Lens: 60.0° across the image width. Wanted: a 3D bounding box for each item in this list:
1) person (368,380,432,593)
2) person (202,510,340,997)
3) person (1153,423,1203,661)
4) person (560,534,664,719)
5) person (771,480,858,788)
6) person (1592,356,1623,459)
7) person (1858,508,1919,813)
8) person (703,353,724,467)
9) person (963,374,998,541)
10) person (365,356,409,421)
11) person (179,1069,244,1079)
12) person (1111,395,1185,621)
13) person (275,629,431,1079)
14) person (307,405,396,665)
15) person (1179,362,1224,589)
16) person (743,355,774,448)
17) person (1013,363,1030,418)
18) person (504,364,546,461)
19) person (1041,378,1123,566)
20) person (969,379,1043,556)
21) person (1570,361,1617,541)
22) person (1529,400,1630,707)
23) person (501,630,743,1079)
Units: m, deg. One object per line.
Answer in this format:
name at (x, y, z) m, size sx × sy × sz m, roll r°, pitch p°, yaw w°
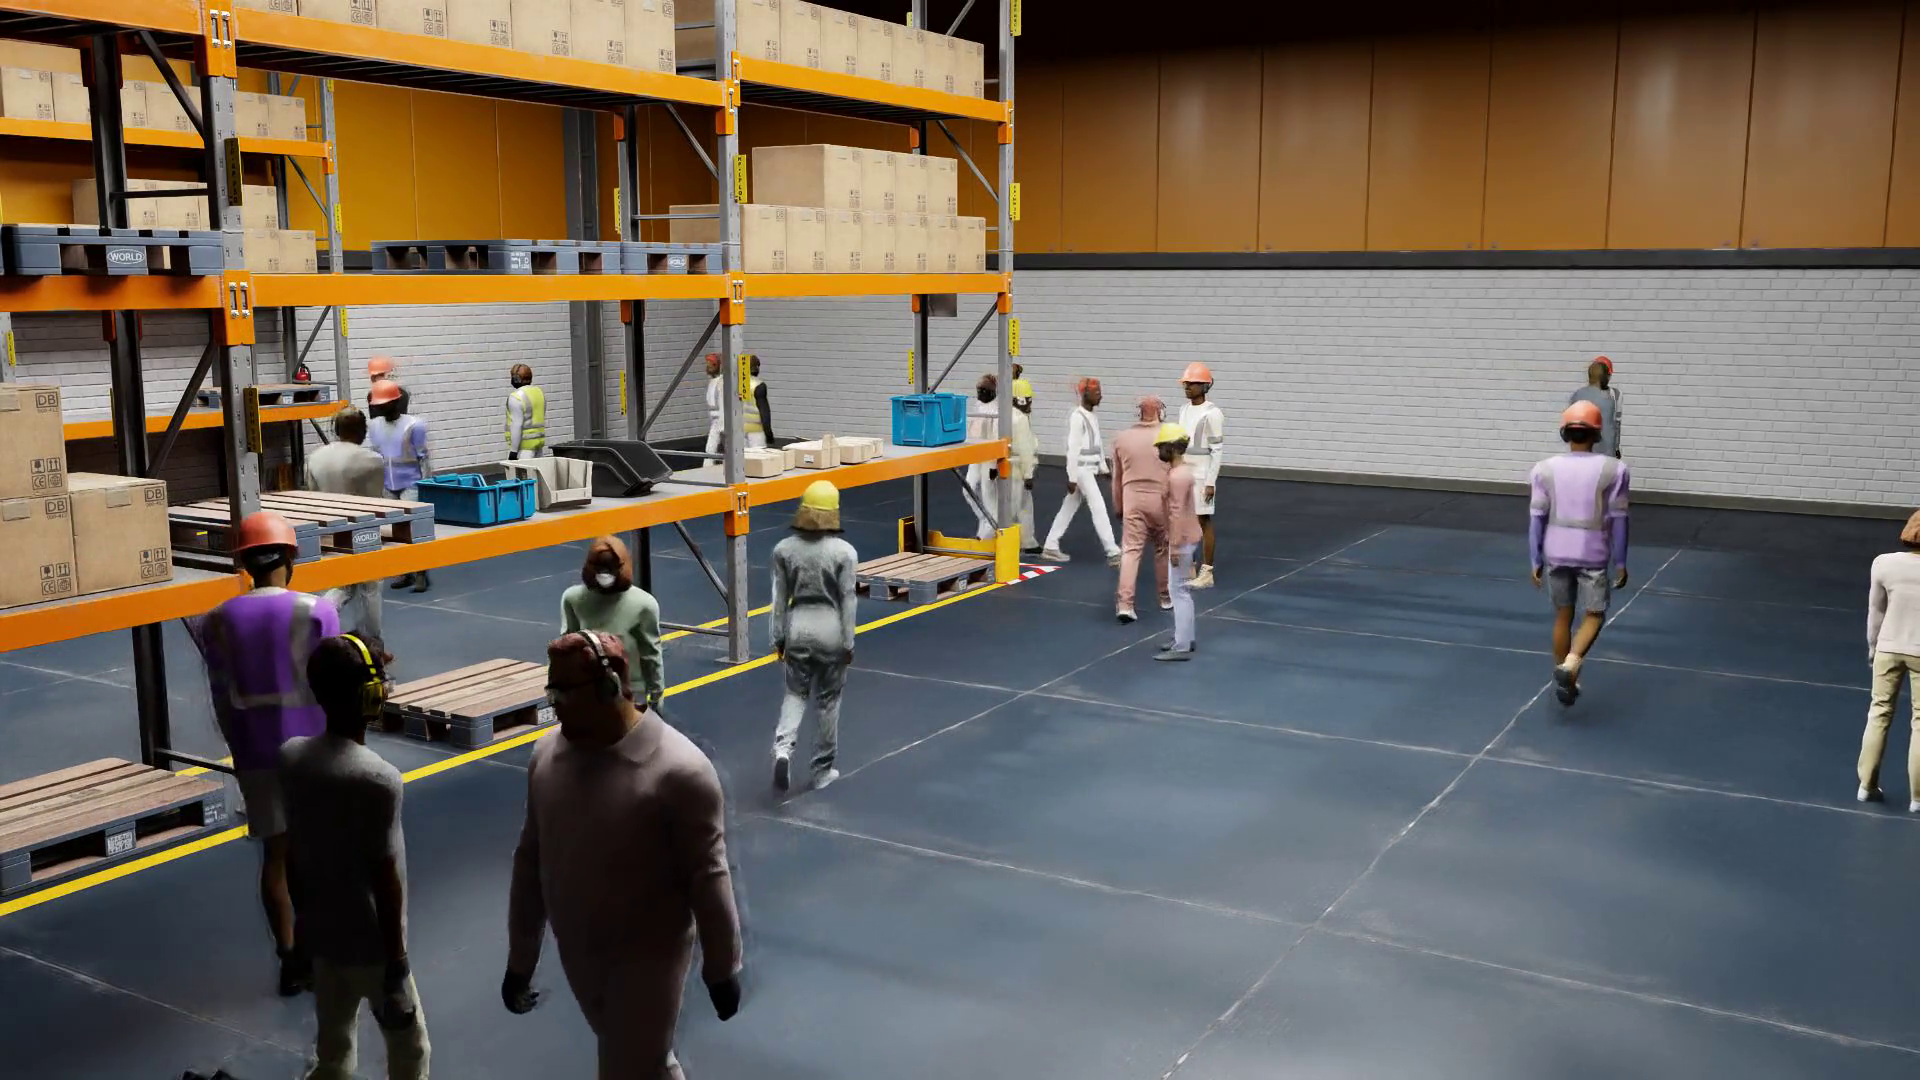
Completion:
person at (-5.010, -0.476, 14.852) m, size 0.572 × 1.896 × 0.574 m, roll 3°, pitch 10°, yaw 17°
person at (-2.666, 0.834, 6.643) m, size 0.610 × 1.899 × 0.579 m, roll 0°, pitch 9°, yaw 2°
person at (1.589, 0.015, 12.241) m, size 0.378 × 1.748 × 0.573 m, roll 2°, pitch 9°, yaw 15°
person at (-1.686, 0.726, 8.246) m, size 0.531 × 1.601 × 0.672 m, roll 1°, pitch 9°, yaw 9°
person at (-0.799, 0.540, 9.038) m, size 0.485 × 1.726 × 0.555 m, roll 2°, pitch 9°, yaw 14°
person at (7.003, -1.046, 18.271) m, size 0.552 × 1.935 × 0.369 m, roll 0°, pitch 9°, yaw -2°
person at (5.057, 0.626, 8.821) m, size 0.284 × 1.626 × 0.493 m, roll -7°, pitch 12°, yaw -39°
person at (-3.077, -1.532, 21.707) m, size 0.957 × 1.822 × 0.624 m, roll -5°, pitch 10°, yaw -28°
person at (0.285, -0.823, 17.290) m, size 0.439 × 1.811 × 0.680 m, roll -4°, pitch 10°, yaw -23°
person at (-6.300, -1.082, 18.504) m, size 0.597 × 1.942 × 1.048 m, roll 4°, pitch 10°, yaw 23°
person at (-1.128, 1.588, 2.716) m, size 0.531 × 1.660 × 0.870 m, roll 2°, pitch 9°, yaw 15°
person at (1.546, -0.268, 13.717) m, size 0.654 × 1.852 × 1.033 m, roll 4°, pitch 10°, yaw 22°
person at (-1.775, 1.172, 4.727) m, size 0.521 × 1.846 × 0.802 m, roll 6°, pitch 11°, yaw 31°
person at (-4.345, 0.013, 11.744) m, size 0.635 × 1.919 × 0.710 m, roll 3°, pitch 10°, yaw 19°
person at (2.121, -0.582, 15.035) m, size 0.363 × 2.048 × 0.612 m, roll -4°, pitch 10°, yaw -26°
person at (-2.580, -1.383, 20.691) m, size 0.639 × 1.842 × 0.438 m, roll 9°, pitch 13°, yaw 44°
person at (0.719, -1.559, 22.410) m, size 0.511 × 1.637 × 0.307 m, roll 7°, pitch 12°, yaw 39°
person at (-4.843, -1.037, 18.518) m, size 0.430 × 1.844 × 0.624 m, roll 3°, pitch 9°, yaw 16°
person at (1.239, -0.667, 16.239) m, size 0.985 × 1.831 × 0.593 m, roll 2°, pitch 9°, yaw 14°
person at (0.493, -0.699, 16.530) m, size 0.820 × 1.808 × 0.597 m, roll -2°, pitch 9°, yaw -12°
person at (6.695, -0.932, 17.590) m, size 0.647 × 1.926 × 0.649 m, roll -2°, pitch 9°, yaw -13°
person at (4.004, 0.105, 10.820) m, size 0.630 × 2.024 × 0.666 m, roll 6°, pitch 11°, yaw 33°
person at (-0.999, 1.179, 4.638) m, size 0.658 × 1.855 × 0.970 m, roll 6°, pitch 11°, yaw 33°
